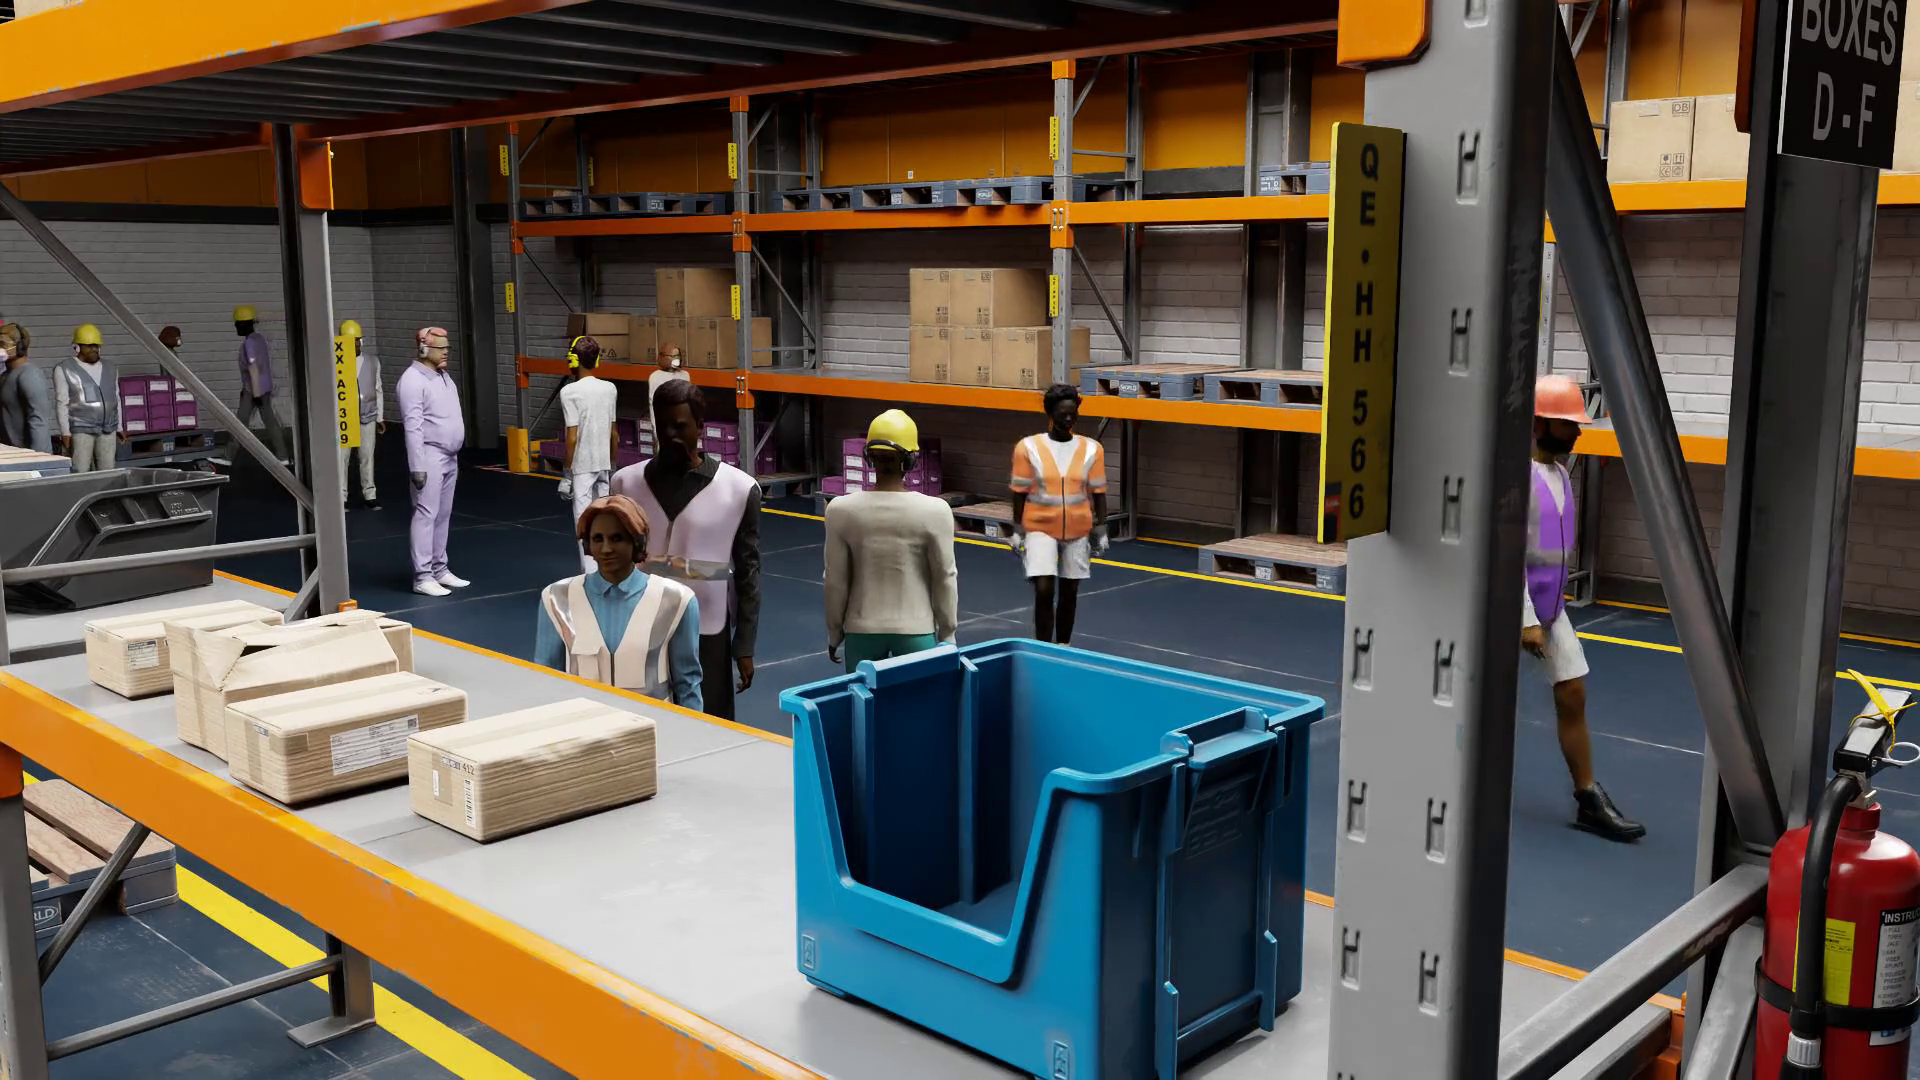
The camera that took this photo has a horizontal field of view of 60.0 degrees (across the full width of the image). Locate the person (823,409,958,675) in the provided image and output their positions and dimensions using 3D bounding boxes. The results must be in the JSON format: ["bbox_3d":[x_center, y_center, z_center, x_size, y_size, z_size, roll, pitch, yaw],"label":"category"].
[{"bbox_3d":[-0.271,0.367,6.603,0.533,1.767,0.322,1,9,6],"label":"person"}]

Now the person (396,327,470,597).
[{"bbox_3d":[-3.735,-0.562,11.876,0.401,1.904,0.651,1,9,6],"label":"person"}]

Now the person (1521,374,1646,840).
[{"bbox_3d":[2.365,0.263,6.886,0.553,1.897,0.959,-7,12,-38],"label":"person"}]

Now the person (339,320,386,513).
[{"bbox_3d":[-5.769,-1.175,15.847,0.588,1.835,0.403,-7,11,-36],"label":"person"}]

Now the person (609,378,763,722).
[{"bbox_3d":[-1.023,0.360,6.174,0.593,1.921,0.392,1,9,7],"label":"person"}]

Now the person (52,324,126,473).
[{"bbox_3d":[-7.736,-1.008,14.838,0.404,1.827,0.600,6,11,32],"label":"person"}]

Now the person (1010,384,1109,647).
[{"bbox_3d":[0.573,-0.025,9.273,0.553,1.675,0.607,-2,9,-11],"label":"person"}]

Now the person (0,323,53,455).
[{"bbox_3d":[-6.554,-0.541,11.636,0.362,1.939,0.635,-9,13,-44],"label":"person"}]

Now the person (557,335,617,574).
[{"bbox_3d":[-2.543,-0.459,11.357,0.312,1.867,0.536,6,11,31],"label":"person"}]

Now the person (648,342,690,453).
[{"bbox_3d":[-2.760,-1.075,15.893,0.280,1.624,0.502,7,12,37],"label":"person"}]

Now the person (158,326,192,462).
[{"bbox_3d":[-9.460,-1.752,19.997,0.282,1.631,0.503,-6,11,-33],"label":"person"}]

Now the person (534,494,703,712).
[{"bbox_3d":[-1.046,0.671,5.127,0.514,1.641,0.308,-1,9,-4],"label":"person"}]

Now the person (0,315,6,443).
[{"bbox_3d":[-8.377,-1.017,14.404,1.044,2.000,0.609,6,11,34],"label":"person"}]

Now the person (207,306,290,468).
[{"bbox_3d":[-8.320,-1.767,19.332,0.945,1.886,0.594,-1,9,-8],"label":"person"}]
